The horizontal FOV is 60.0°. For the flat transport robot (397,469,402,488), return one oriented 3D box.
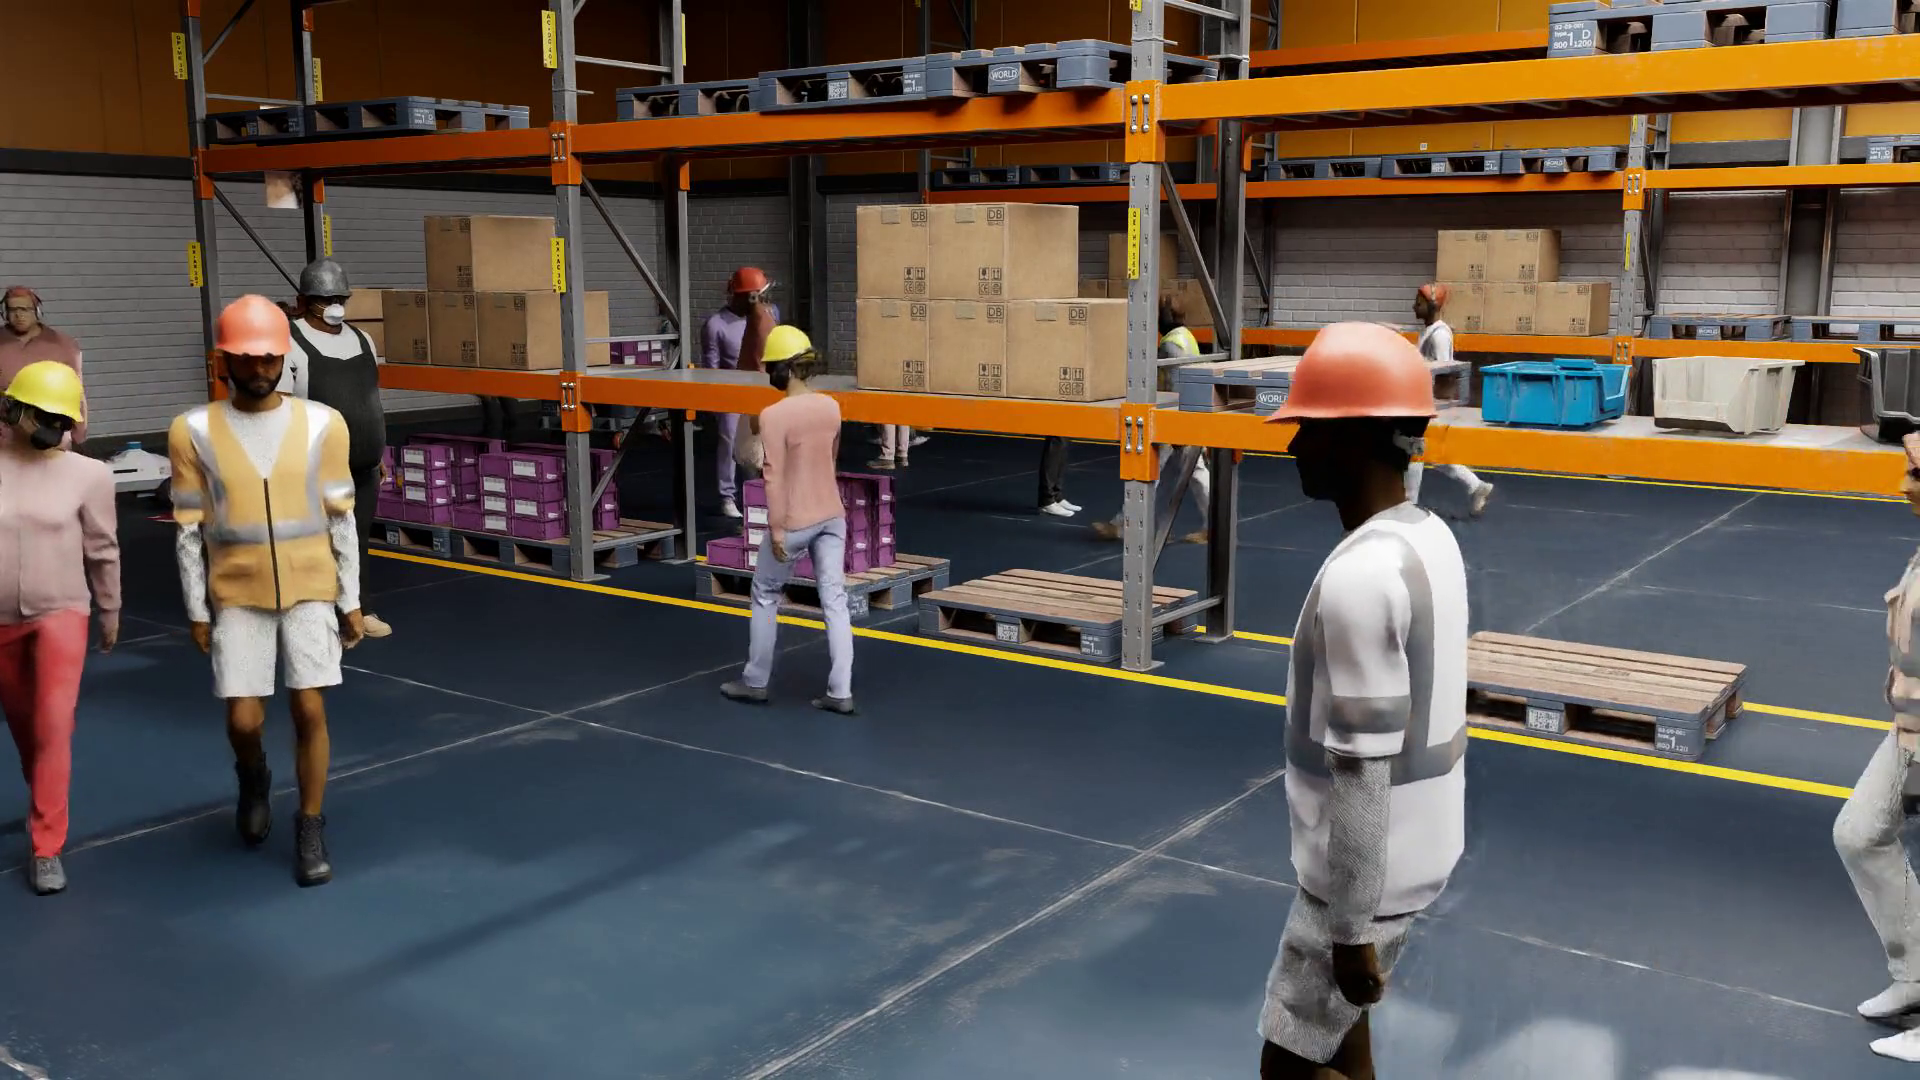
[{"bbox_3d":[-4.334,-0.512,14.347,1.431,0.197,0.652,-3,10,-18],"label":"flat transport robot"}]

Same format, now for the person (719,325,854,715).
[{"bbox_3d":[-0.775,-0.087,7.491,0.790,1.734,0.528,8,13,41],"label":"person"}]

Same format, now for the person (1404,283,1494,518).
[{"bbox_3d":[3.686,-1.041,12.800,0.816,1.863,0.578,2,10,11],"label":"person"}]

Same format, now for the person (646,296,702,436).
[{"bbox_3d":[-3.309,-2.007,19.276,0.764,1.605,0.534,-2,10,-12],"label":"person"}]

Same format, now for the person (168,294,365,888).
[{"bbox_3d":[-2.254,0.162,5.449,0.551,1.924,0.534,-5,11,-25],"label":"person"}]

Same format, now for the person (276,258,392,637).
[{"bbox_3d":[-3.274,-0.454,8.745,0.535,2.000,0.688,6,11,32],"label":"person"}]

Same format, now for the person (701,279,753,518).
[{"bbox_3d":[-1.728,-1.125,13.182,0.660,1.899,0.393,-8,12,-39],"label":"person"}]

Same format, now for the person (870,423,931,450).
[{"bbox_3d":[-0.643,-1.905,17.887,0.988,1.875,0.610,7,12,35],"label":"person"}]

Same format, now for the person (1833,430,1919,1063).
[{"bbox_3d":[2.445,0.519,4.178,0.394,1.625,0.530,3,10,18],"label":"person"}]

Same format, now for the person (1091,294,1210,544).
[{"bbox_3d":[1.476,-0.856,11.893,0.986,1.786,0.640,3,10,19],"label":"person"}]

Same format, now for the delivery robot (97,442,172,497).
[{"bbox_3d":[-6.676,-0.553,13.472,0.707,0.478,0.477,-8,12,-40],"label":"delivery robot"}]

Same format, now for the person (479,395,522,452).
[{"bbox_3d":[-4.345,-1.478,15.544,0.454,1.805,0.568,6,11,31],"label":"person"}]

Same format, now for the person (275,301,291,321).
[{"bbox_3d":[-7.259,-1.783,17.999,0.559,1.591,0.870,1,10,3],"label":"person"}]

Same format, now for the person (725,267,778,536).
[{"bbox_3d":[-1.488,-1.005,12.205,0.442,1.975,0.630,-2,10,-10],"label":"person"}]

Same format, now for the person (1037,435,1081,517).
[{"bbox_3d":[0.754,-1.144,13.262,0.391,1.909,0.606,2,10,14],"label":"person"}]

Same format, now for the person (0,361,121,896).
[{"bbox_3d":[-3.107,0.246,5.596,0.541,1.699,0.927,-4,10,-21],"label":"person"}]

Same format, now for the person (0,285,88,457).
[{"bbox_3d":[-5.965,-0.693,10.683,0.652,1.878,0.883,-4,10,-24],"label":"person"}]

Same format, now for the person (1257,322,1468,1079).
[{"bbox_3d":[0.784,0.571,3.005,0.565,1.917,0.550,5,11,29],"label":"person"}]

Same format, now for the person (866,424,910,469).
[{"bbox_3d":[-0.701,-1.690,16.242,0.377,1.995,0.608,6,11,30],"label":"person"}]

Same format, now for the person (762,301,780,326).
[{"bbox_3d":[-2.239,-1.966,18.126,0.568,1.912,0.434,-2,10,-10],"label":"person"}]
